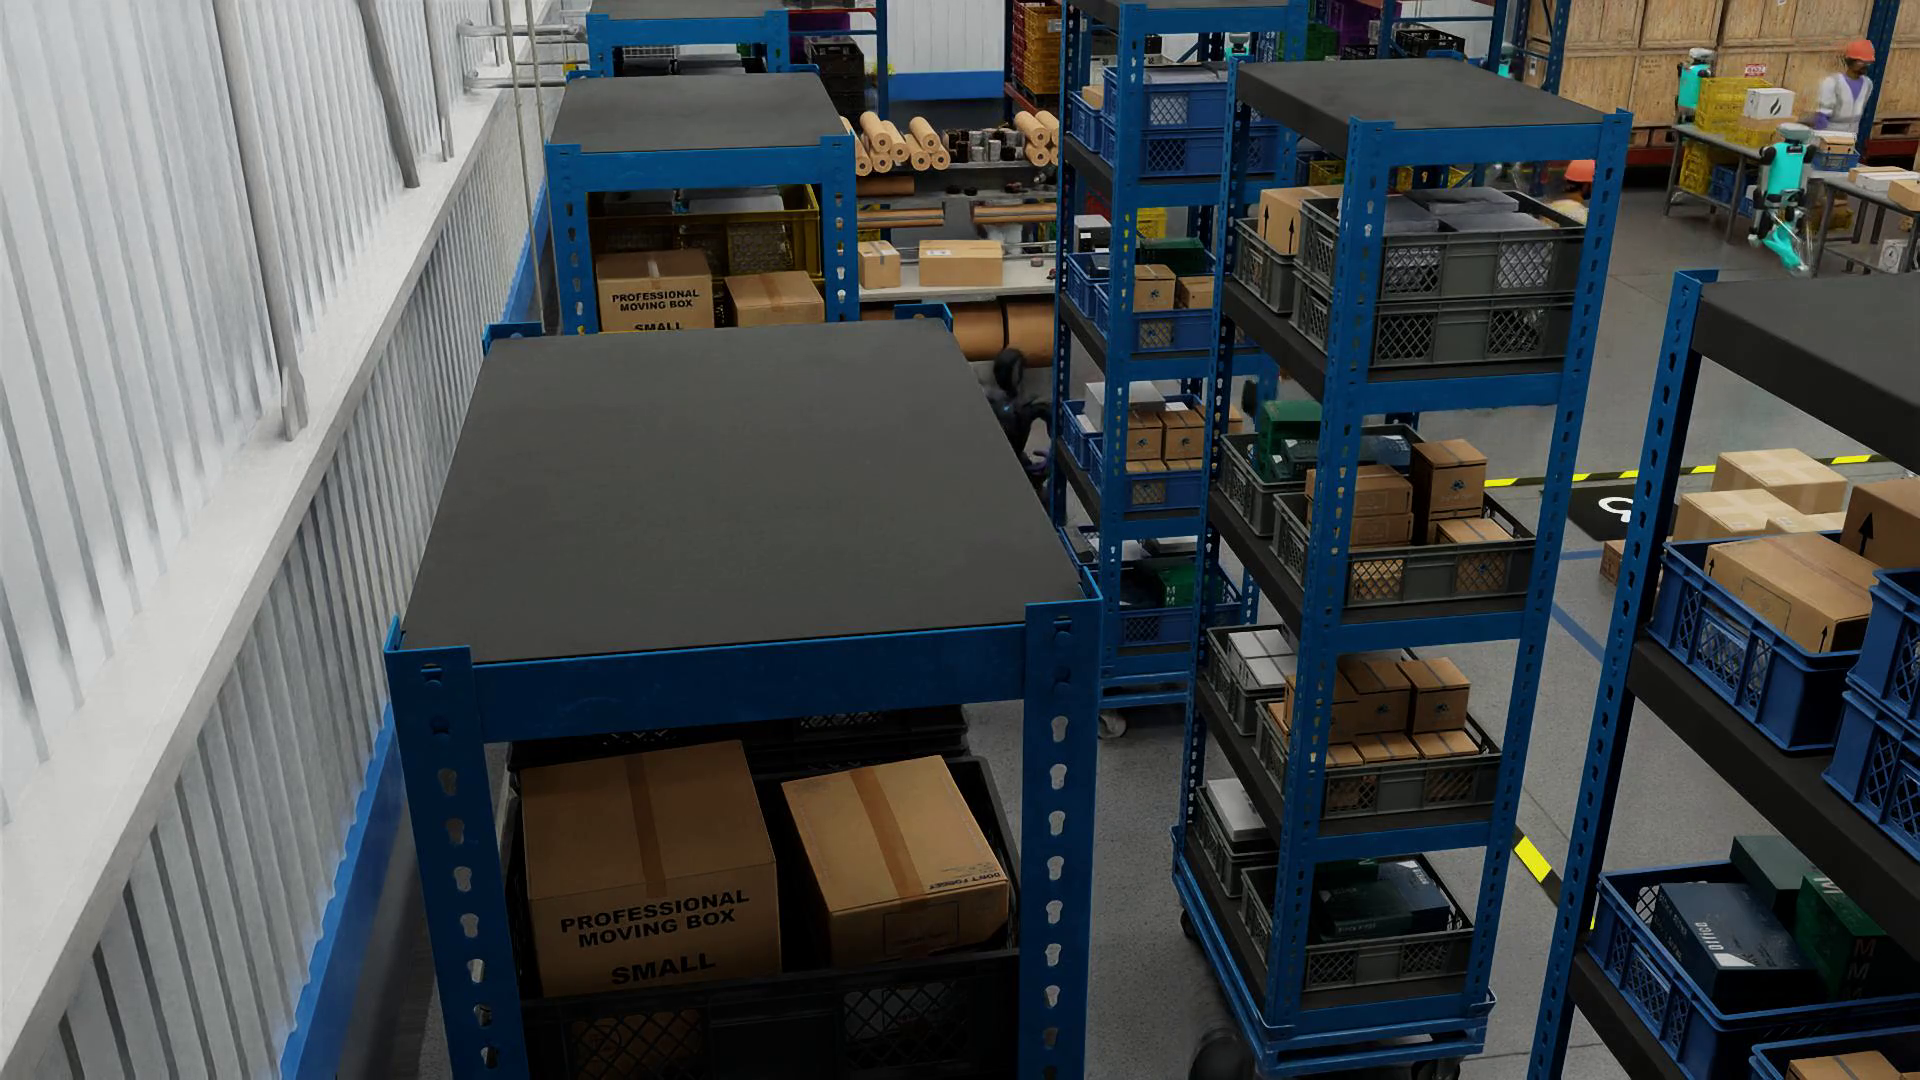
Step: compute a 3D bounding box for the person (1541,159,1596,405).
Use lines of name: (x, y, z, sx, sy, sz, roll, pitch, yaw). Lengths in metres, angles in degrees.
person: (4.499, -1.905, 12.459, 0.516, 1.923, 0.576, -5, 25, -11)

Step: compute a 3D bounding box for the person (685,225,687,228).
person: (-2.770, -3.701, 16.550, 0.318, 1.767, 0.533, -12, 27, -23)

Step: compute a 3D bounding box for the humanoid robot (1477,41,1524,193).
humanoid robot: (6.140, -4.592, 18.589, 0.559, 1.830, 0.876, -13, 28, -27)

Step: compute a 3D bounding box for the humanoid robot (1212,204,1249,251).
humanoid robot: (2.764, -3.633, 16.516, 0.612, 1.641, 0.456, 0, 25, -1)

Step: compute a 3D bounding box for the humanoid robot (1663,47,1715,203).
humanoid robot: (8.325, -4.542, 18.467, 0.903, 1.826, 0.560, -5, 25, -10)

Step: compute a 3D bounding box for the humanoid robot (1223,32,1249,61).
humanoid robot: (3.198, -4.967, 19.176, 0.533, 1.679, 0.735, 1, 25, 3)

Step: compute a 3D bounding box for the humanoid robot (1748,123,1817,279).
humanoid robot: (7.218, -2.632, 14.313, 0.530, 1.779, 0.992, -7, 26, -15)

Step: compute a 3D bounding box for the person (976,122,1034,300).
person: (0.370, -2.647, 14.165, 0.523, 1.849, 0.539, -5, 25, -10)

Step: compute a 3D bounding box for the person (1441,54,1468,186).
person: (5.141, -4.231, 17.617, 0.343, 1.839, 0.508, -14, 28, -27)

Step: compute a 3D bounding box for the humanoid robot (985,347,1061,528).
humanoid robot: (0.317, -0.280, 9.251, 0.587, 1.666, 0.495, 9, 26, 19)

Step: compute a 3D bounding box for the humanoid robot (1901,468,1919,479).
humanoid robot: (6.443, -1.129, 10.840, 0.735, 1.672, 0.533, -12, 27, -25)

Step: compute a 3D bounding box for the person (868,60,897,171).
person: (-0.843, -4.276, 17.838, 0.403, 1.727, 0.496, -5, 25, -11)

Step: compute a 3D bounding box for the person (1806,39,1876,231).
person: (9.131, -4.220, 17.396, 0.598, 2.016, 0.935, -4, 25, -9)

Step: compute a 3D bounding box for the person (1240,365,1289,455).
person: (2.047, -1.307, 11.254, 0.405, 1.841, 0.587, -5, 25, -11)

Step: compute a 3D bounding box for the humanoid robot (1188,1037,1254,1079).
humanoid robot: (0.746, 1.922, 4.453, 0.609, 1.629, 0.515, 5, 25, 11)
